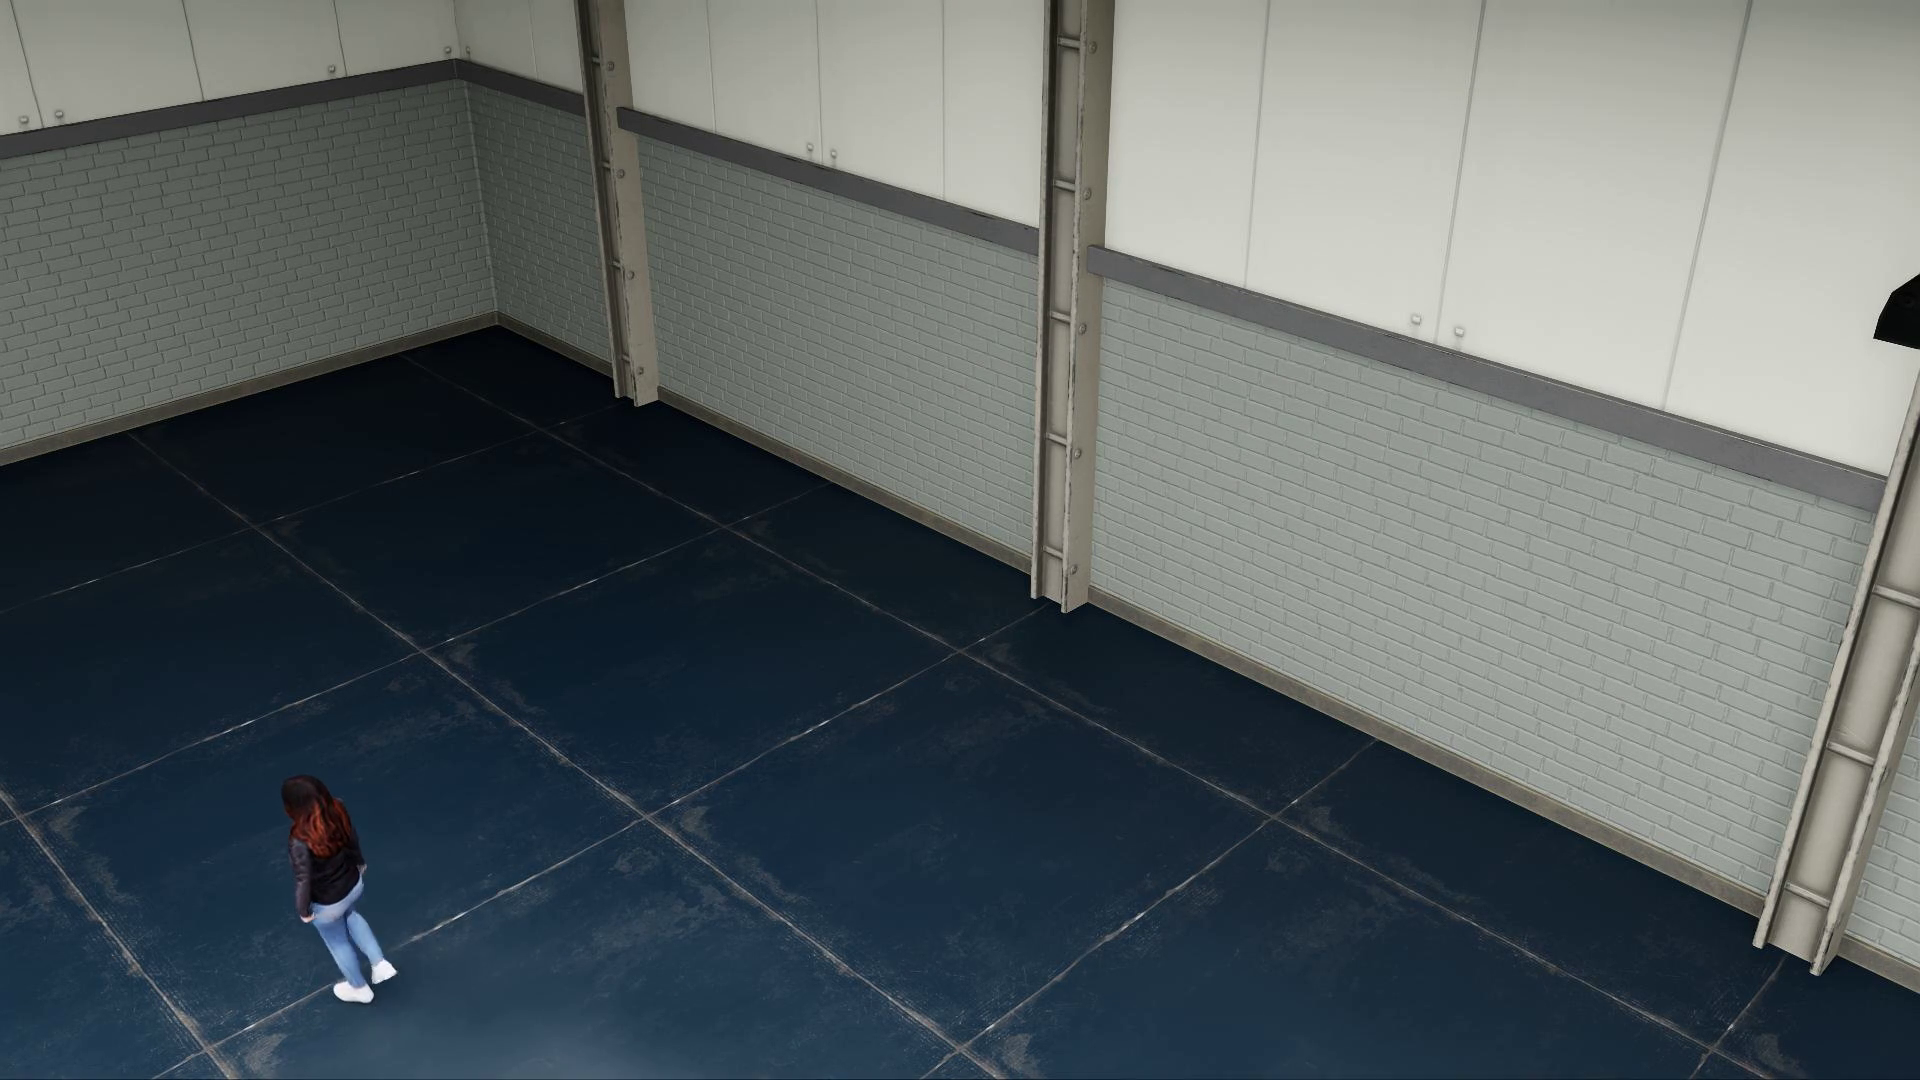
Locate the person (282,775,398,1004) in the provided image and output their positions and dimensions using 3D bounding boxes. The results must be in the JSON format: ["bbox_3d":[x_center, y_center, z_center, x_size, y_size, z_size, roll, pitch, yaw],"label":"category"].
[{"bbox_3d":[-3.444,1.984,9.308,0.794,1.618,0.771,10,30,19],"label":"person"}]
